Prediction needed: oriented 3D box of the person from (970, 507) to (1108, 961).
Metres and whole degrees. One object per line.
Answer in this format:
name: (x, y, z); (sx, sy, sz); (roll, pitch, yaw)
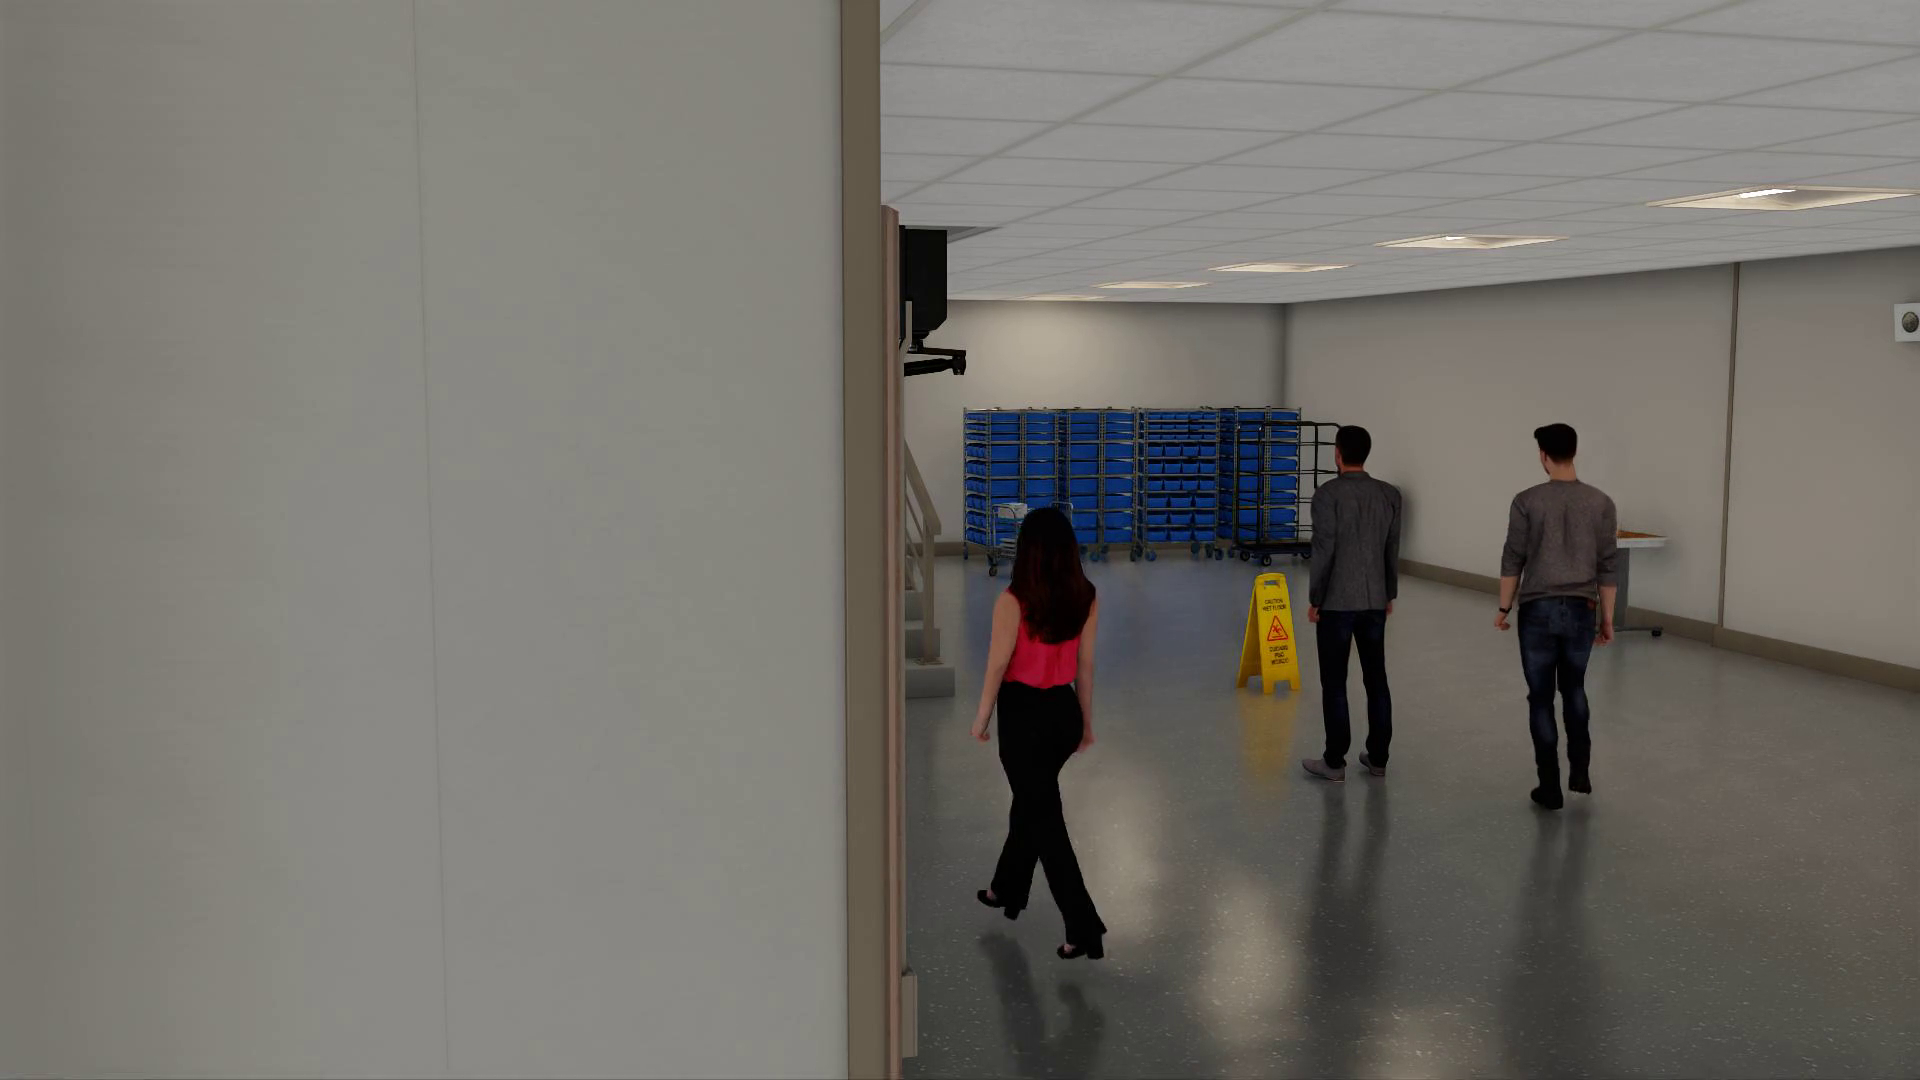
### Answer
person: (0.328, 0.729, 6.041); (0.876, 1.618, 1.171); (-4, 7, -37)

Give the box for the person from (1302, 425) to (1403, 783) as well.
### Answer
person: (2.077, 0.323, 8.800); (0.690, 1.874, 0.603); (-2, 6, -18)

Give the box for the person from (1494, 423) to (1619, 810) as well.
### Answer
person: (2.926, 0.389, 8.087); (0.770, 1.885, 0.744); (1, 6, 6)
